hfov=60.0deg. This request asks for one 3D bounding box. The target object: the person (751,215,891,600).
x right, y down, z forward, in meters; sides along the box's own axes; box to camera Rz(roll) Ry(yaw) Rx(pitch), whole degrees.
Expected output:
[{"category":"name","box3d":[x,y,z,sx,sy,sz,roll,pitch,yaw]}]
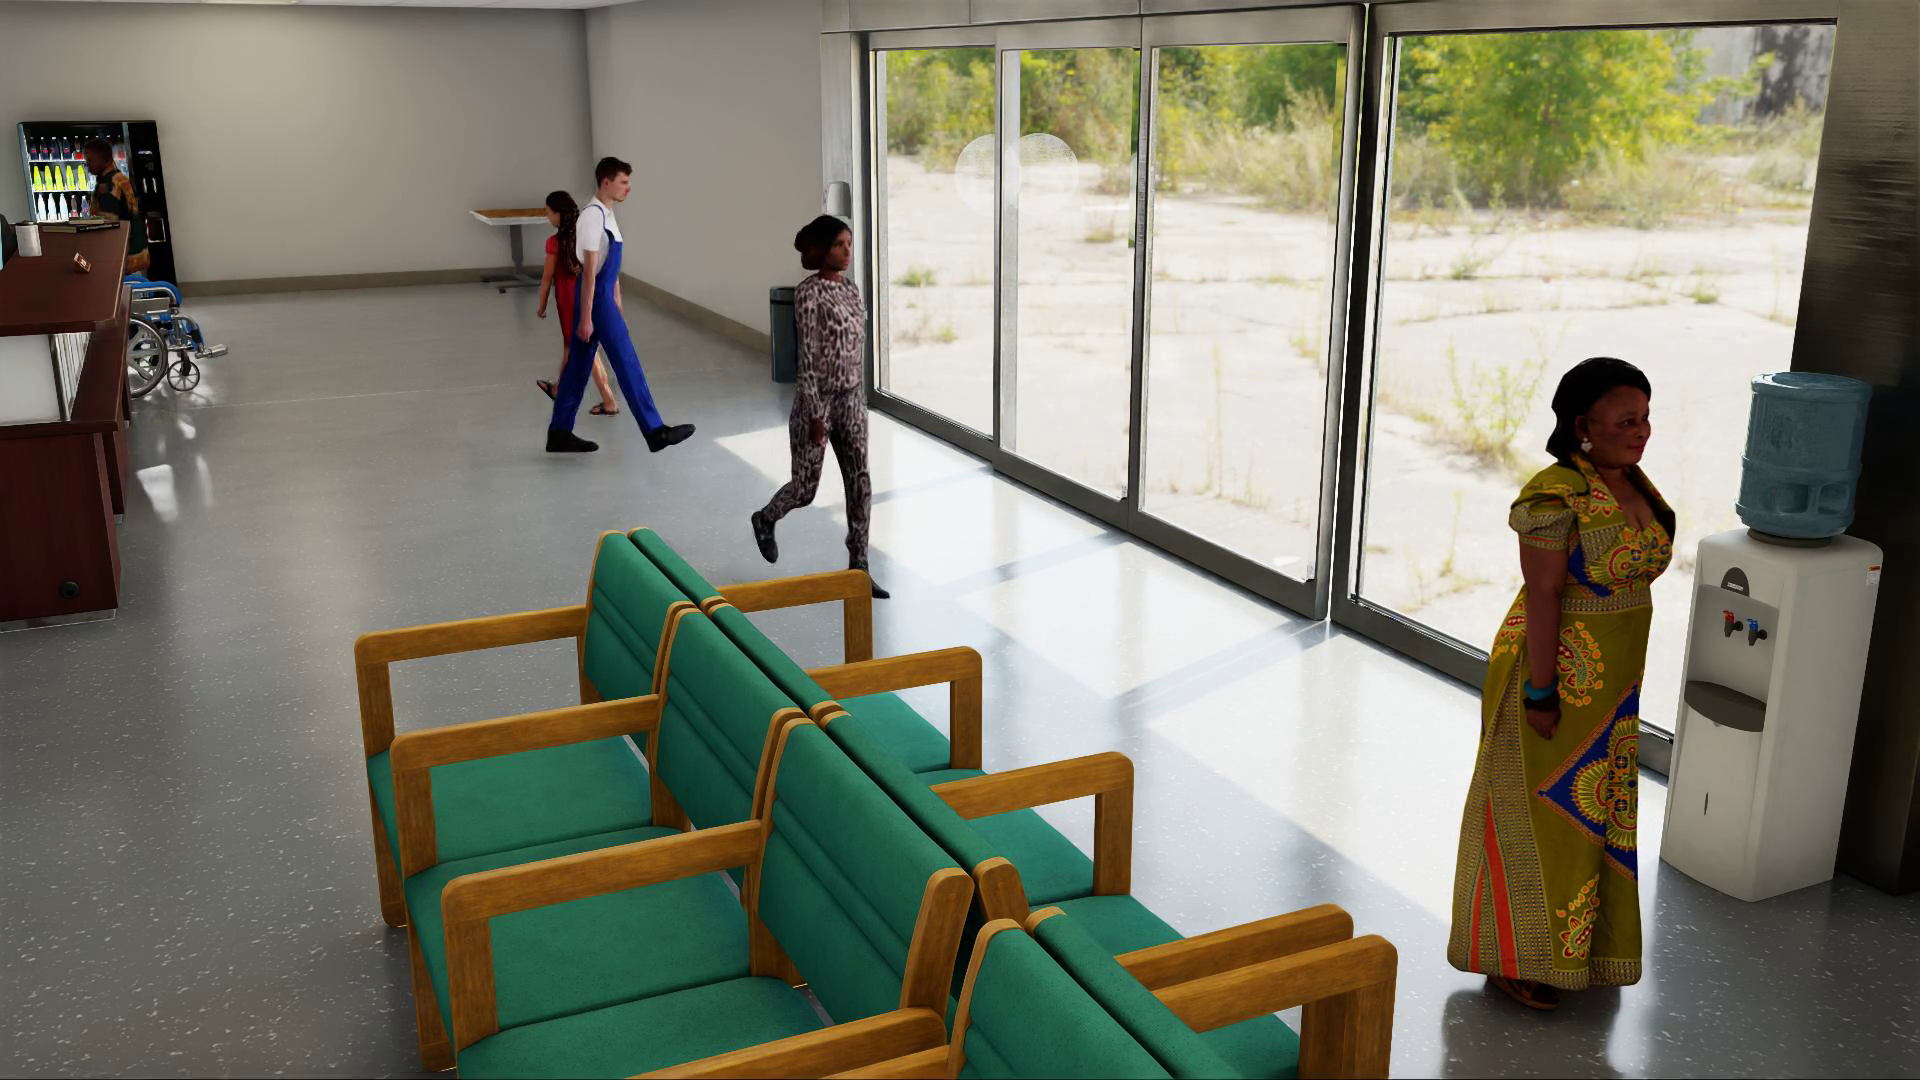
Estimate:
[{"category":"person","box3d":[-0.647,-0.578,7.460,0.892,1.692,1.072,14,21,41]}]

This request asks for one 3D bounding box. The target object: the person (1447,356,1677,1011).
[{"category":"person","box3d":[1.552,0.350,4.227,0.853,1.661,1.013,-14,21,-41]}]

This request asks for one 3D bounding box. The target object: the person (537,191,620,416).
[{"category":"person","box3d":[-2.557,-1.558,11.282,0.946,1.497,1.079,12,20,36]}]

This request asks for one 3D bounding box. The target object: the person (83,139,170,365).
[{"category":"person","box3d":[-6.568,-2.248,13.153,0.777,1.776,0.707,-5,16,-17]}]

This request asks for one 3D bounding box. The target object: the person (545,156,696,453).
[{"category":"person","box3d":[-2.300,-1.386,10.139,1.252,1.795,0.941,-1,16,-3]}]
